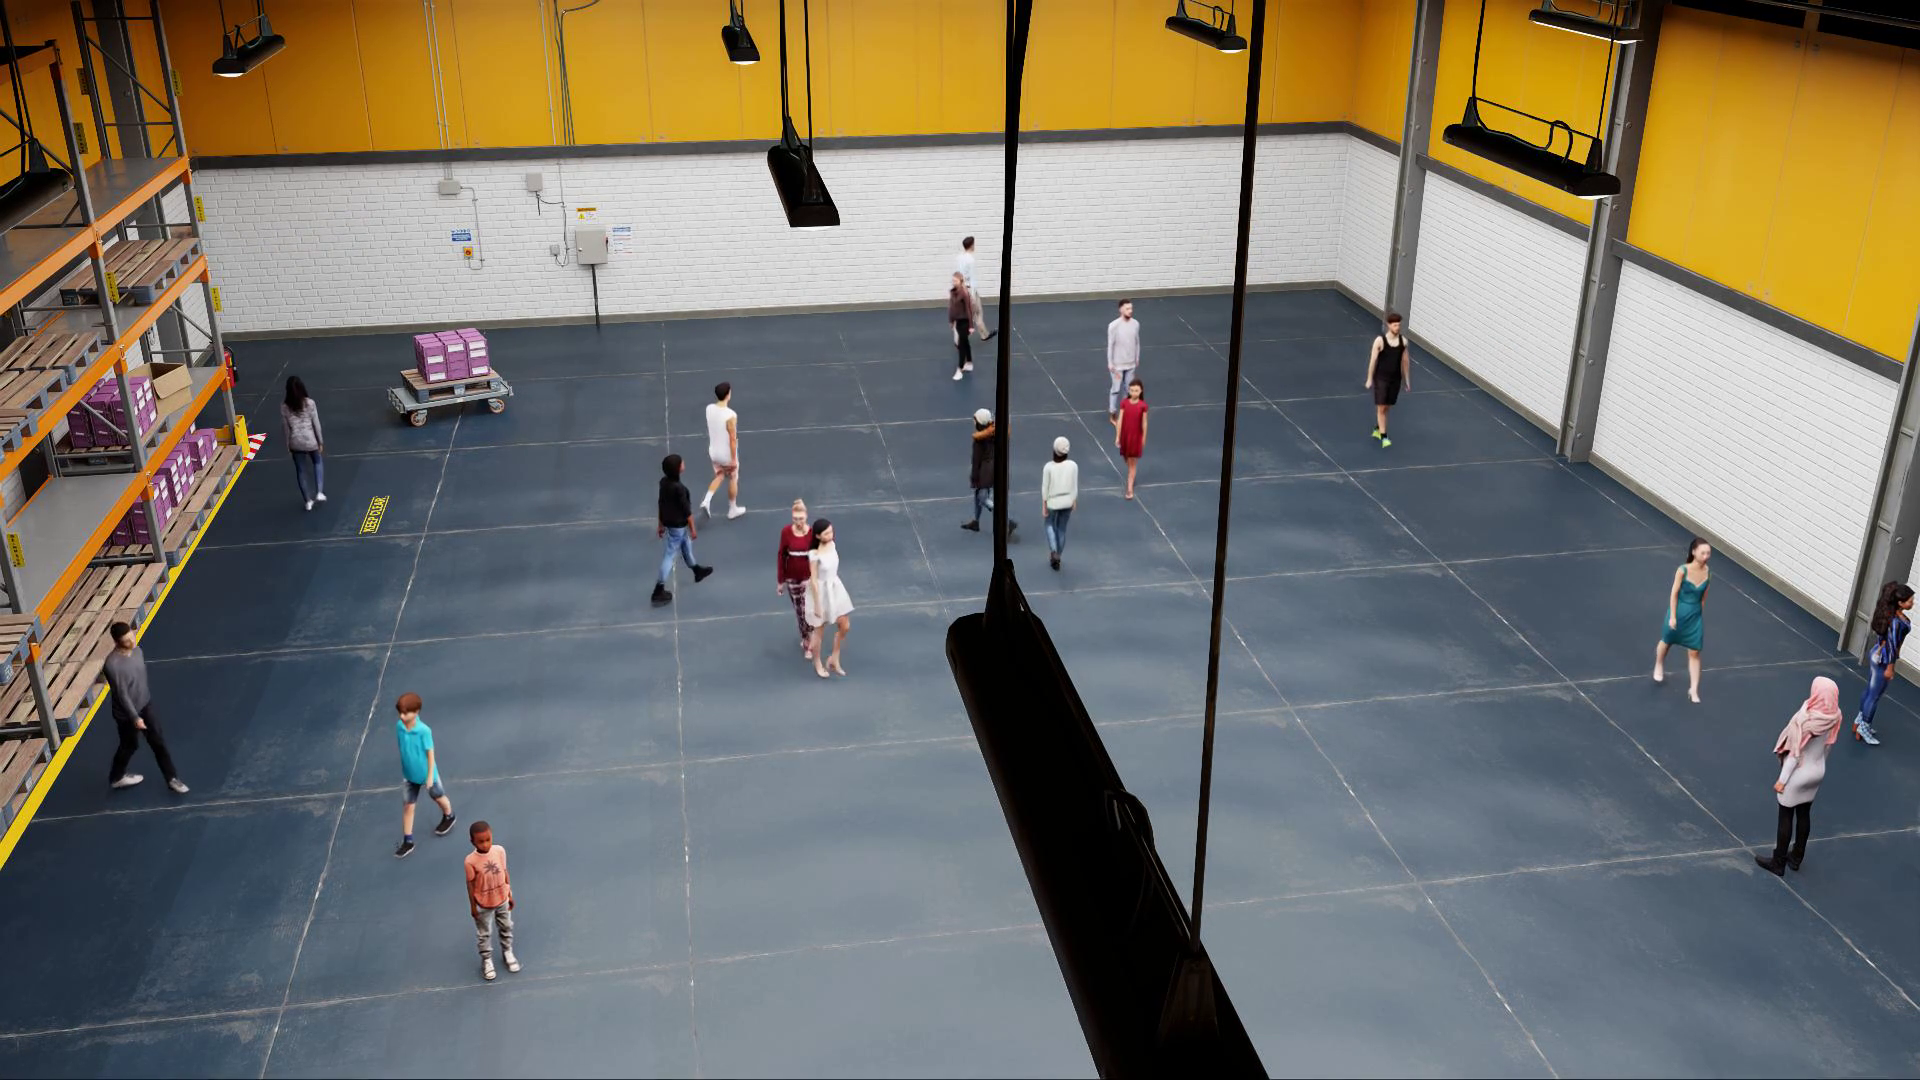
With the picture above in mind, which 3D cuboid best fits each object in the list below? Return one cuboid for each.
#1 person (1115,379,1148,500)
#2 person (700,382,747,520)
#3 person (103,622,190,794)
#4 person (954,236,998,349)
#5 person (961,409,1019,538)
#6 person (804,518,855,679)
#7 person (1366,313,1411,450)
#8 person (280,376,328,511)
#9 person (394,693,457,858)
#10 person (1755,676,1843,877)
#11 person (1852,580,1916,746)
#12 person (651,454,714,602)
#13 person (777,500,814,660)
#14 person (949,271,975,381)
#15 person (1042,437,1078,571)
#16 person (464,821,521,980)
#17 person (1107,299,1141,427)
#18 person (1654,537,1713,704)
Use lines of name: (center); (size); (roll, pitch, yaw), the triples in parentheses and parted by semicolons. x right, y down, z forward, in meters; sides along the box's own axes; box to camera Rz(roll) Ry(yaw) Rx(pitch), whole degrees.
person: (2.222, -1.360, 21.481); (0.853, 1.523, 1.108); (7, 25, 16)
person: (-2.973, -1.050, 20.464); (0.965, 1.771, 1.020); (16, 28, 33)
person: (-7.384, 1.488, 14.722); (0.945, 1.719, 1.045); (1, 24, 3)
person: (0.059, -4.005, 27.182); (1.109, 1.805, 1.152); (-20, 31, -38)
person: (0.369, -0.781, 20.050); (1.016, 1.609, 1.053); (10, 25, 21)
person: (-1.437, 0.584, 16.738); (0.875, 1.761, 0.814); (14, 27, 30)
person: (5.911, -2.239, 23.076); (0.707, 1.856, 1.040); (-4, 24, -10)
person: (-8.244, -1.188, 20.847); (0.643, 1.716, 0.628); (-7, 24, -15)
person: (-4.533, 1.924, 14.105); (0.823, 1.413, 1.011); (8, 25, 18)
person: (6.901, 1.924, 13.618); (0.671, 1.804, 0.649); (-9, 25, -19)
person: (8.687, 1.142, 15.644); (0.754, 1.614, 0.665); (11, 26, 24)
person: (-3.214, -0.093, 18.424); (1.138, 1.651, 1.087); (21, 31, 39)
person: (-1.634, 0.356, 17.358); (0.766, 1.682, 0.875); (5, 24, 10)
person: (0.057, -3.374, 25.899); (0.933, 1.674, 0.890); (-13, 27, -26)
person: (1.155, -0.393, 19.129); (0.587, 1.634, 0.677); (-3, 24, -7)
person: (-3.535, 2.676, 12.516); (0.540, 1.310, 0.568); (-15, 28, -30)
person: (2.328, -2.571, 23.853); (0.737, 1.841, 0.674); (-10, 26, -22)
person: (7.142, 0.749, 16.512); (0.692, 1.640, 1.077); (0, 24, 1)
